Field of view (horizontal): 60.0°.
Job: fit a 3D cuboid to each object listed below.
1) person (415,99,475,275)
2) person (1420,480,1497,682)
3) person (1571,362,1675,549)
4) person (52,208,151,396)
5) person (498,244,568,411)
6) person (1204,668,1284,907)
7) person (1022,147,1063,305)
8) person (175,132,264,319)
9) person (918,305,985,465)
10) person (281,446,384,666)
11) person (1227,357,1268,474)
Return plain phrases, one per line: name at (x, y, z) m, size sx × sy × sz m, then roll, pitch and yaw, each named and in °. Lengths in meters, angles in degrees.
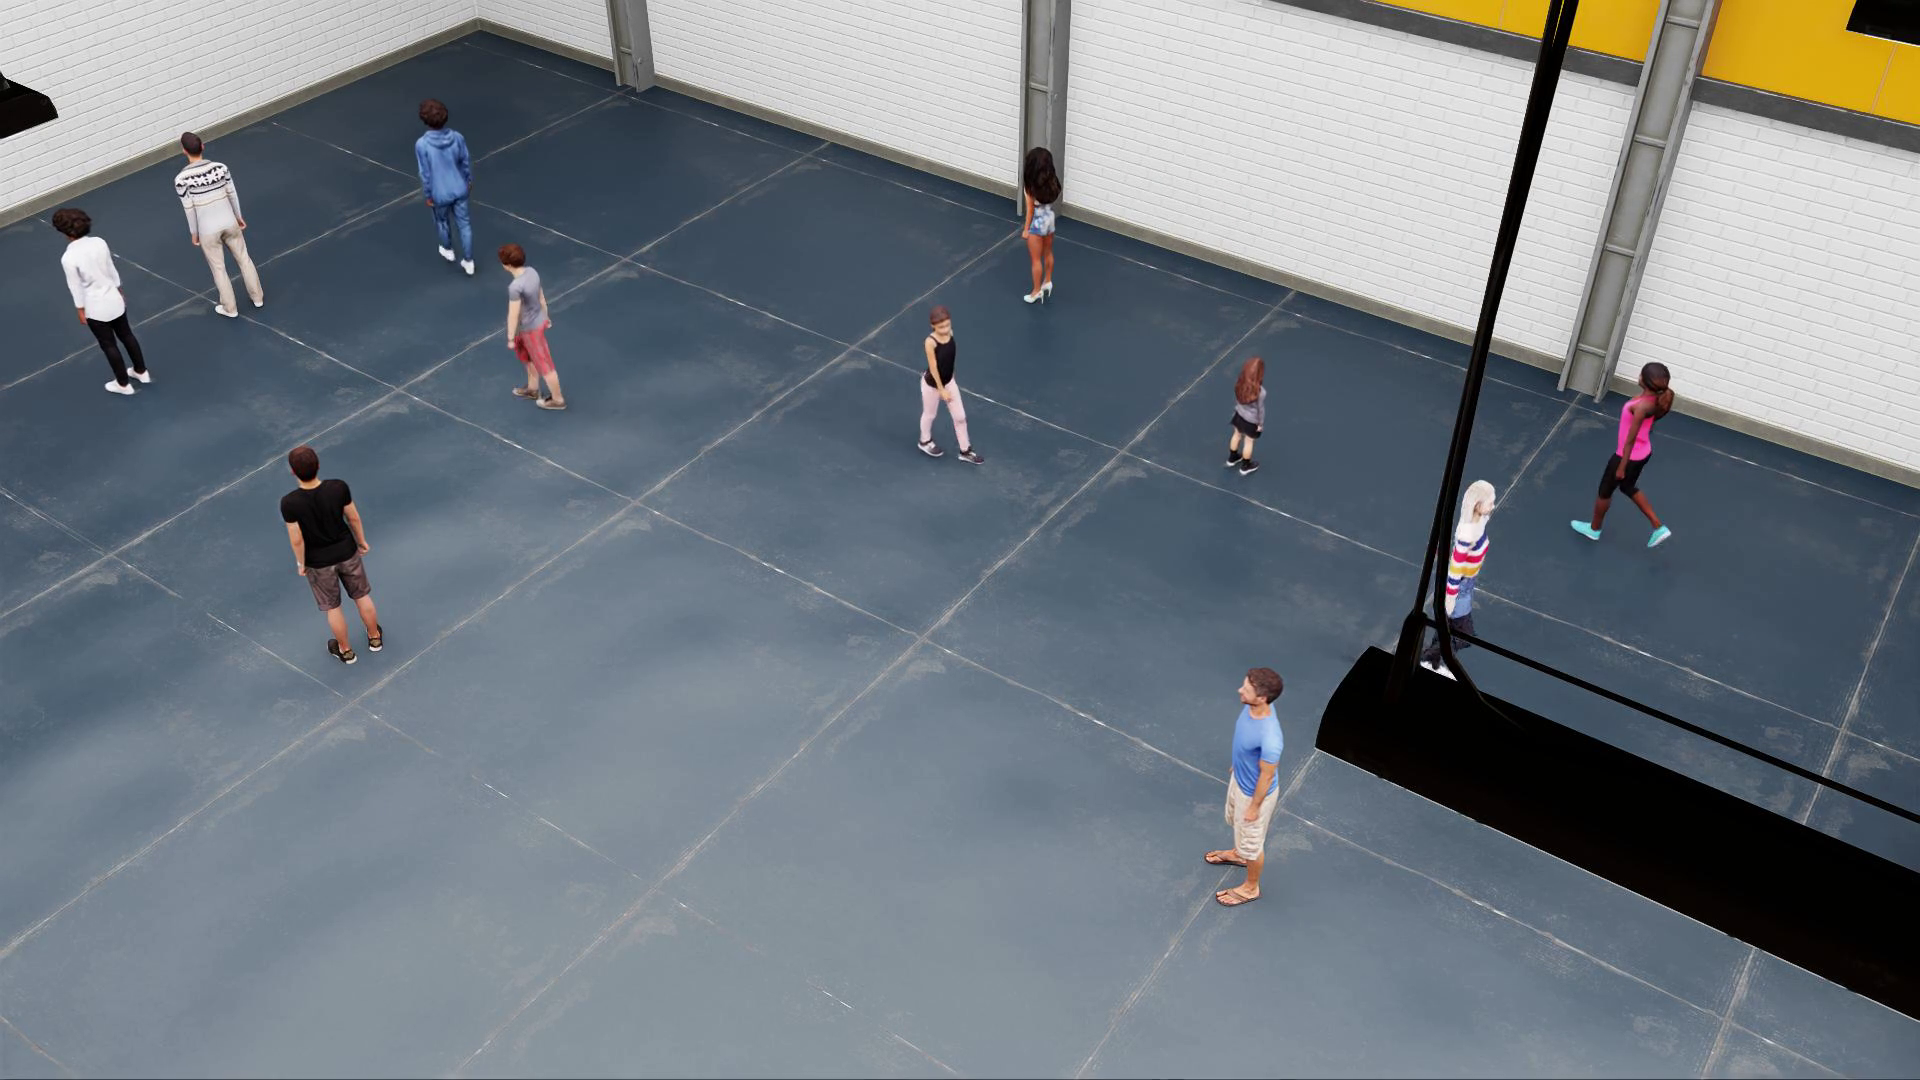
person at (-5.085, -3.477, 16.581) m, size 0.902 × 1.791 × 1.006 m, roll -18°, pitch 42°, yaw -21°
person at (3.465, 0.307, 11.833) m, size 0.700 × 1.802 × 0.704 m, roll 18°, pitch 42°, yaw 21°
person at (5.353, -0.618, 13.069) m, size 1.014 × 1.706 × 0.663 m, roll 31°, pitch 48°, yaw 33°
person at (-7.689, -2.149, 14.904) m, size 0.602 × 1.806 × 0.661 m, roll 16°, pitch 41°, yaw 19°
person at (-3.694, -1.849, 14.666) m, size 0.886 × 1.635 × 0.774 m, roll 8°, pitch 39°, yaw 10°
person at (1.813, 1.498, 10.293) m, size 0.767 × 1.863 × 0.727 m, roll -3°, pitch 39°, yaw -4°
person at (0.773, -3.061, 16.193) m, size 0.546 × 1.624 × 0.549 m, roll 24°, pitch 44°, yaw 27°
person at (-7.134, -3.027, 15.960) m, size 0.613 × 1.861 × 0.721 m, roll 31°, pitch 48°, yaw 33°
person at (-0.238, -1.338, 14.114) m, size 0.911 × 1.525 × 0.597 m, roll 30°, pitch 47°, yaw 32°
person at (-4.555, 0.106, 12.036) m, size 0.752 × 1.862 × 0.694 m, roll -25°, pitch 45°, yaw -28°
person at (2.447, -1.076, 14.121) m, size 0.584 × 1.107 × 0.464 m, roll -26°, pitch 45°, yaw -28°
